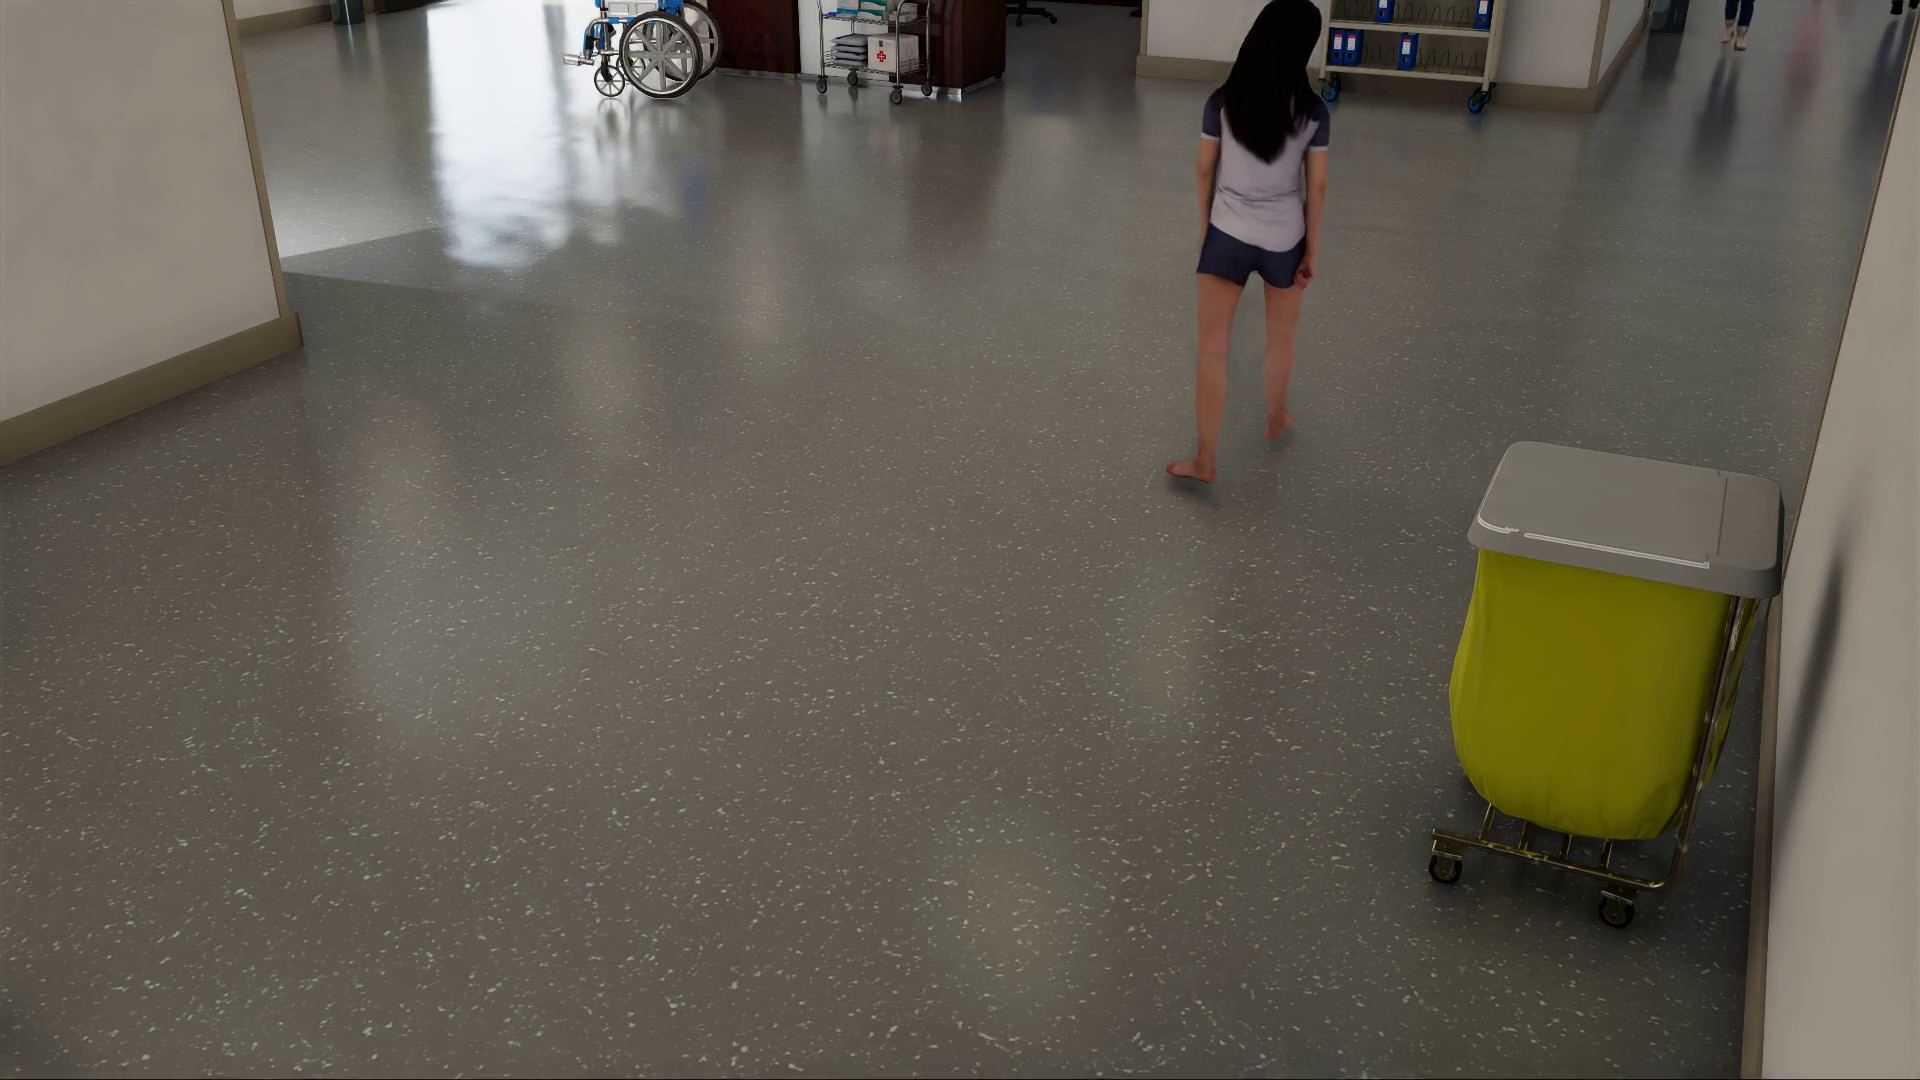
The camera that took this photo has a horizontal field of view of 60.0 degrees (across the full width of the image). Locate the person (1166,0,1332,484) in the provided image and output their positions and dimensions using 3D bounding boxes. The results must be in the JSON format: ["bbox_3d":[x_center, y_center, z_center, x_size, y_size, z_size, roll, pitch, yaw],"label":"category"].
[{"bbox_3d":[1.024,-1.026,5.907,1.003,1.661,0.928,-1,26,-2],"label":"person"}]
